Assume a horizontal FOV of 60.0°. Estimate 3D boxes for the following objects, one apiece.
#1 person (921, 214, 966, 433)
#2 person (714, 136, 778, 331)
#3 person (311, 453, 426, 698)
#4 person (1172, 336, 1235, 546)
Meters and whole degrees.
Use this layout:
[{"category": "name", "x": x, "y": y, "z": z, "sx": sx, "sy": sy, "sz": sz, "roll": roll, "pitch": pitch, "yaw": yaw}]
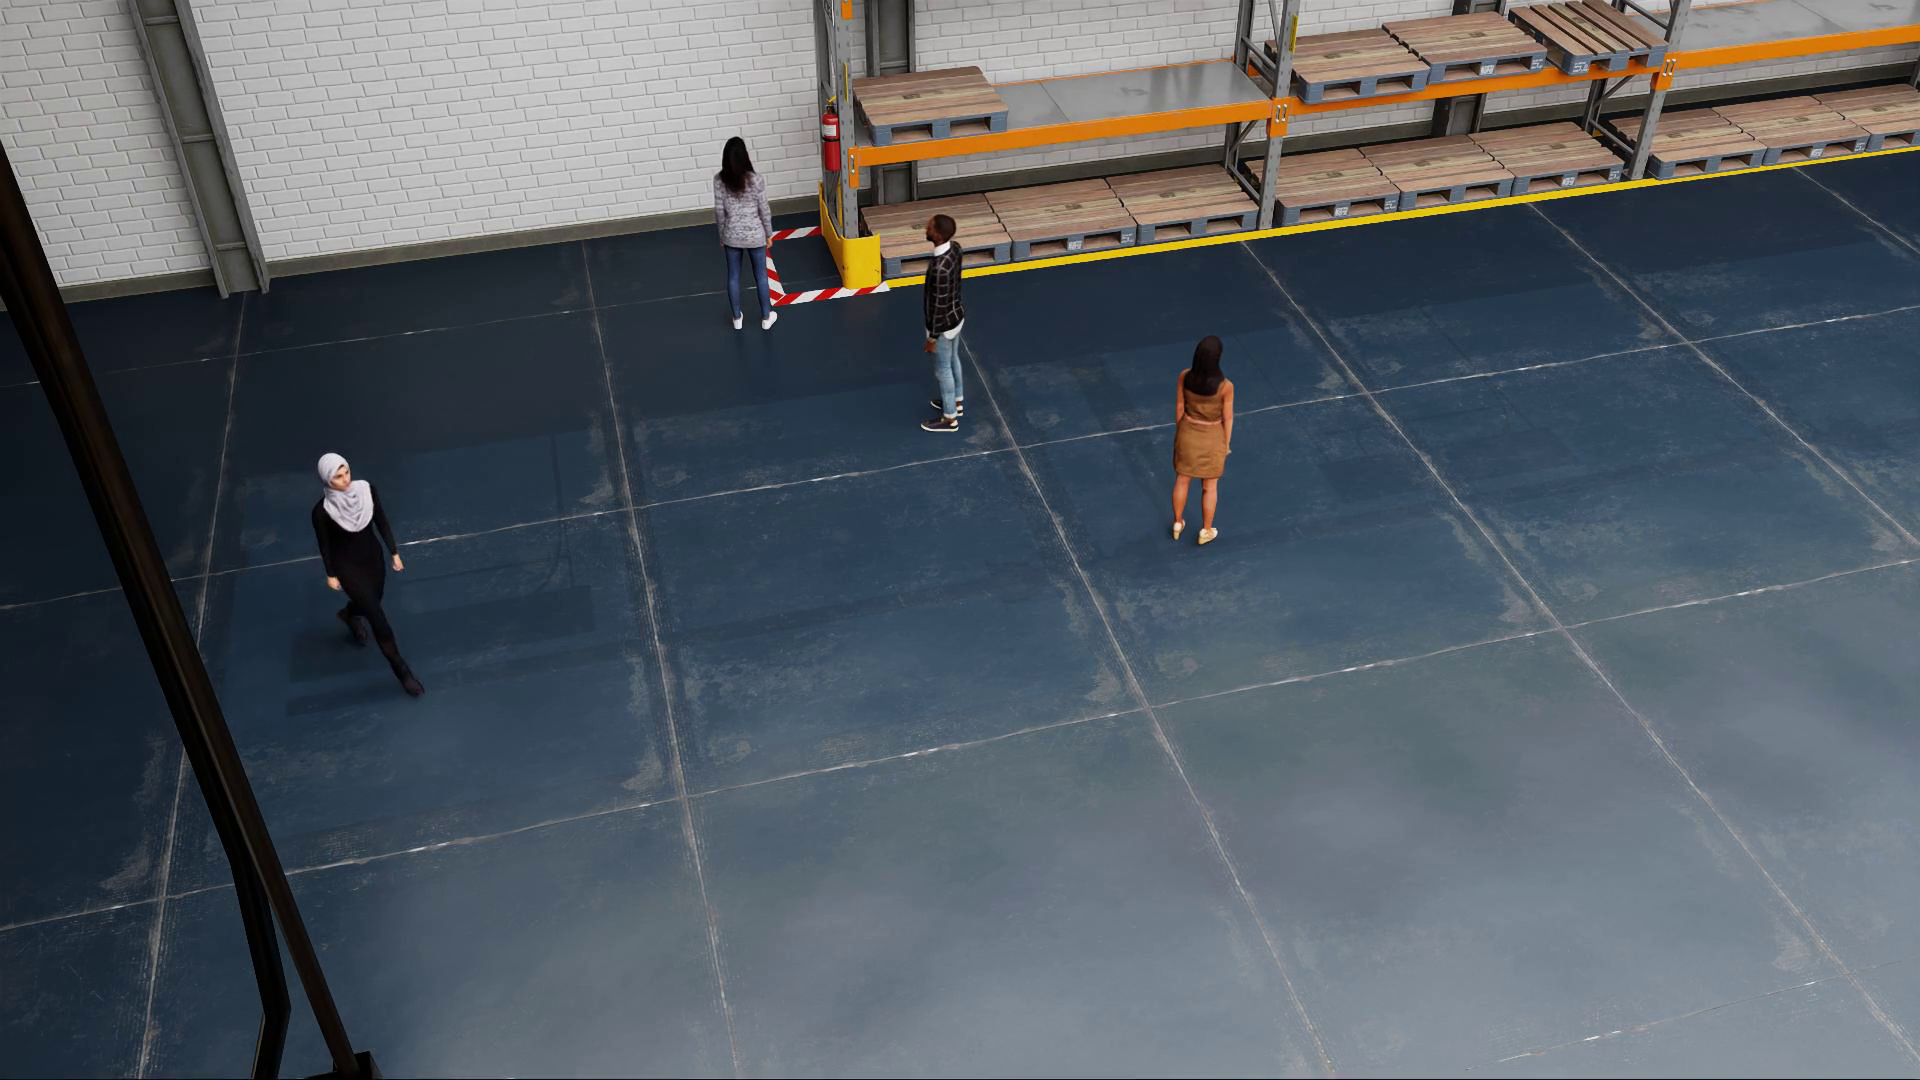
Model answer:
[{"category": "person", "x": -0.108, "y": -1.668, "z": 12.744, "sx": 0.746, "sy": 1.820, "sz": 0.748, "roll": 10, "pitch": 40, "yaw": 13}, {"category": "person", "x": -1.811, "y": -2.561, "z": 13.932, "sx": 0.564, "sy": 1.733, "sz": 0.727, "roll": 2, "pitch": 39, "yaw": 2}, {"category": "person", "x": -3.842, "y": 0.156, "z": 10.528, "sx": 1.124, "sy": 1.735, "sz": 1.169, "roll": 26, "pitch": 45, "yaw": 28}, {"category": "person", "x": 1.682, "y": -0.689, "z": 11.623, "sx": 0.623, "sy": 1.690, "sz": 0.698, "roll": 16, "pitch": 41, "yaw": 19}]
